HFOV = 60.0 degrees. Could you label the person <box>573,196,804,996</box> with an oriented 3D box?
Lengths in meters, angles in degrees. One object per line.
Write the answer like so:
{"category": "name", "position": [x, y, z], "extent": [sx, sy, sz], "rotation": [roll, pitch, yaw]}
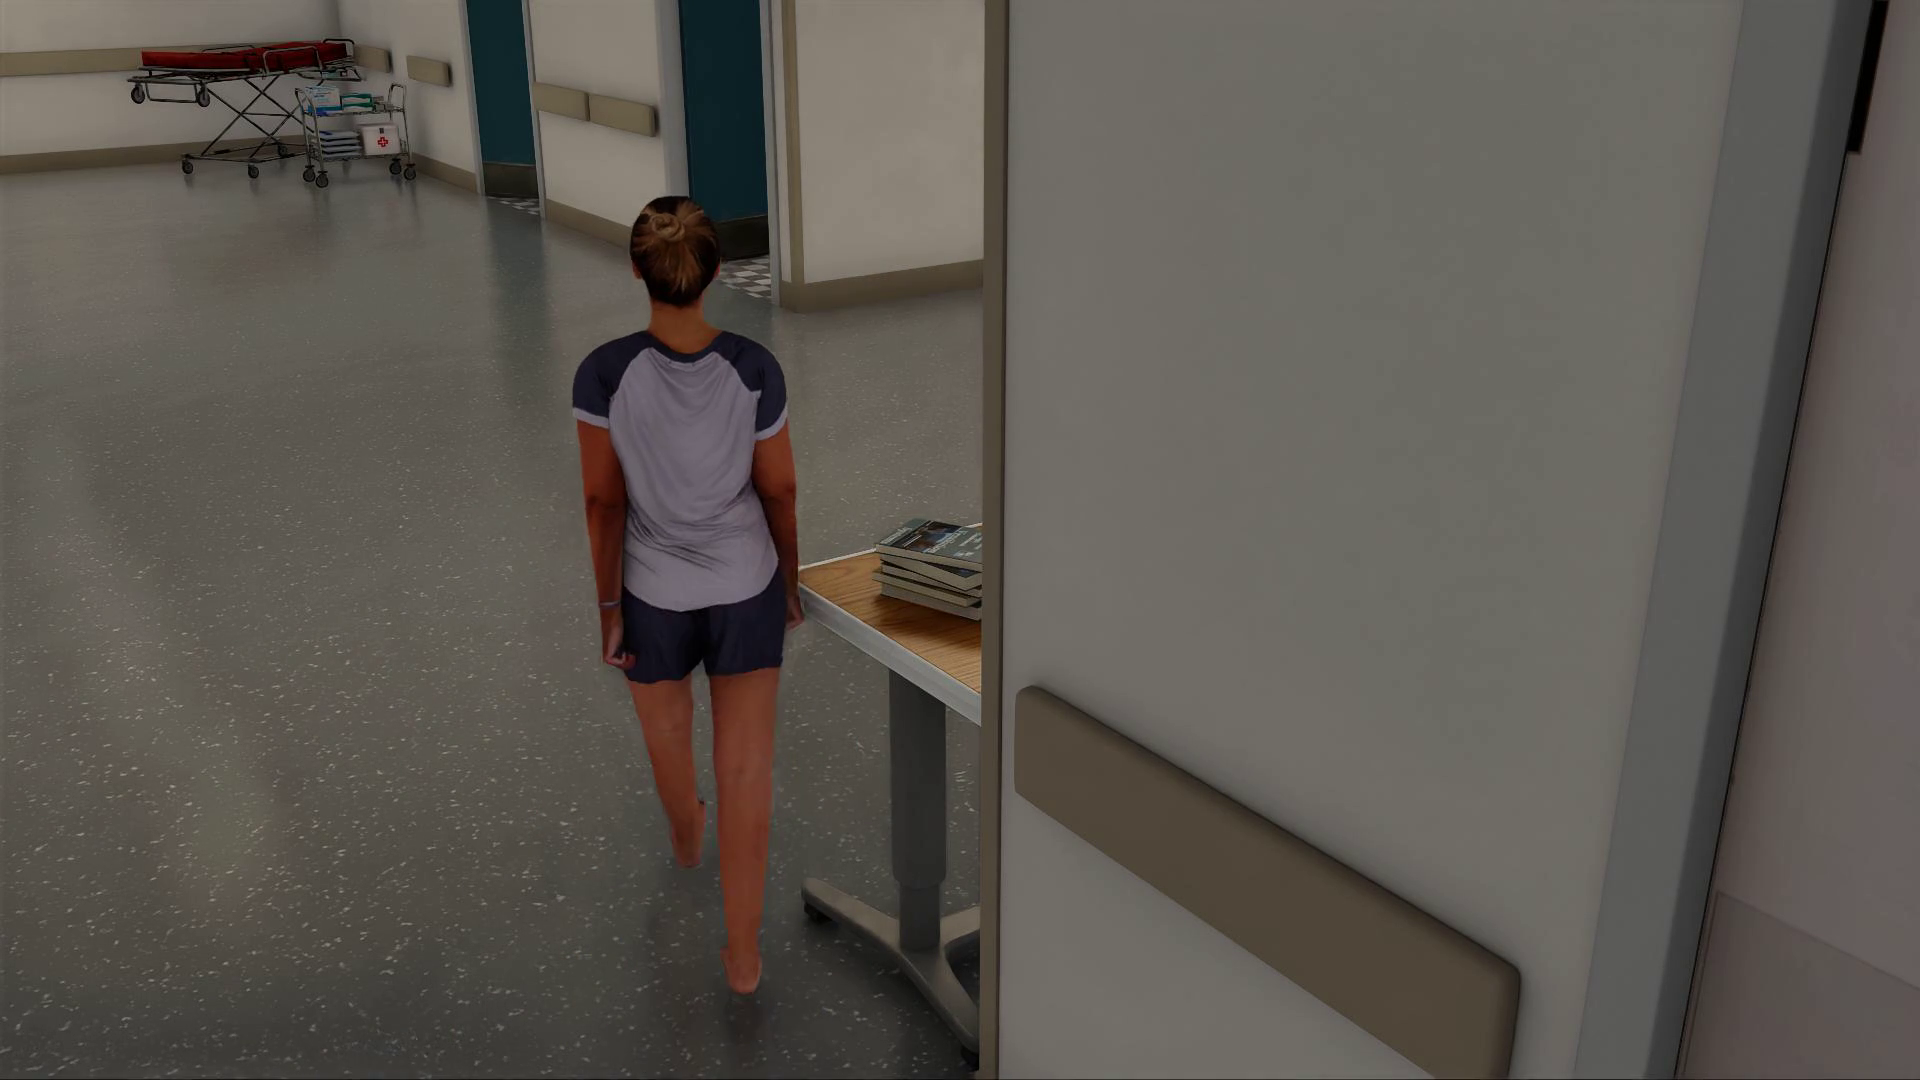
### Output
{"category": "person", "position": [-0.522, 0.159, 3.345], "extent": [0.882, 1.583, 1.119], "rotation": [-3, 21, -9]}
